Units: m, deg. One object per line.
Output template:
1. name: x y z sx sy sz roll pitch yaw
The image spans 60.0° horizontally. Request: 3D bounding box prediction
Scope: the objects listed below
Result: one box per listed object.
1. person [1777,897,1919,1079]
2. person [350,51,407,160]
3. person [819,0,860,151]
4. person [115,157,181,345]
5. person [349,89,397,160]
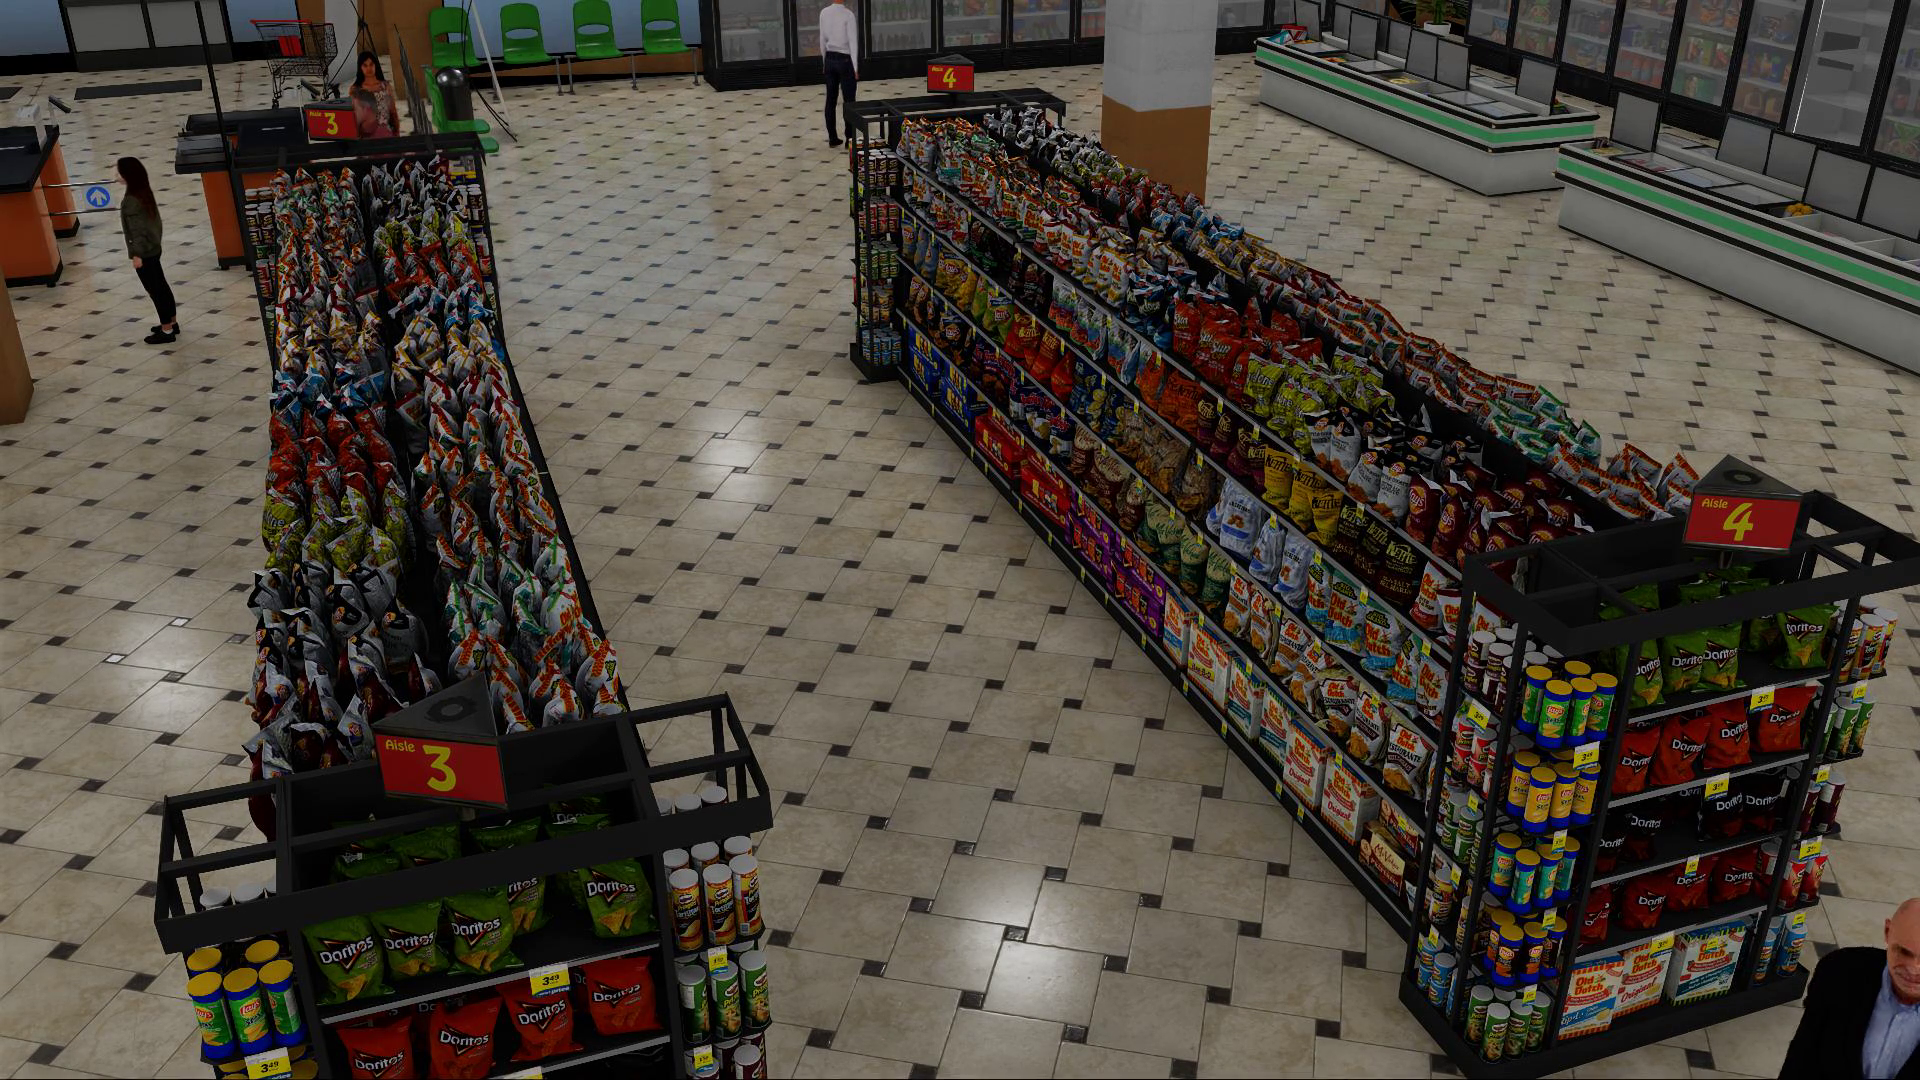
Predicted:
1. person: 2.665 1.721 4.899 1.117 1.773 1.097 20 33 33
2. person: -5.635 -3.896 16.116 0.691 1.645 0.596 -15 30 -27
3. person: -1.364 -5.383 18.802 0.709 1.867 0.781 15 30 27
4. person: -6.433 -2.298 13.153 0.668 1.476 0.498 -5 27 -9
5. person: -4.685 -2.833 13.835 0.872 1.813 0.863 -17 31 -30
